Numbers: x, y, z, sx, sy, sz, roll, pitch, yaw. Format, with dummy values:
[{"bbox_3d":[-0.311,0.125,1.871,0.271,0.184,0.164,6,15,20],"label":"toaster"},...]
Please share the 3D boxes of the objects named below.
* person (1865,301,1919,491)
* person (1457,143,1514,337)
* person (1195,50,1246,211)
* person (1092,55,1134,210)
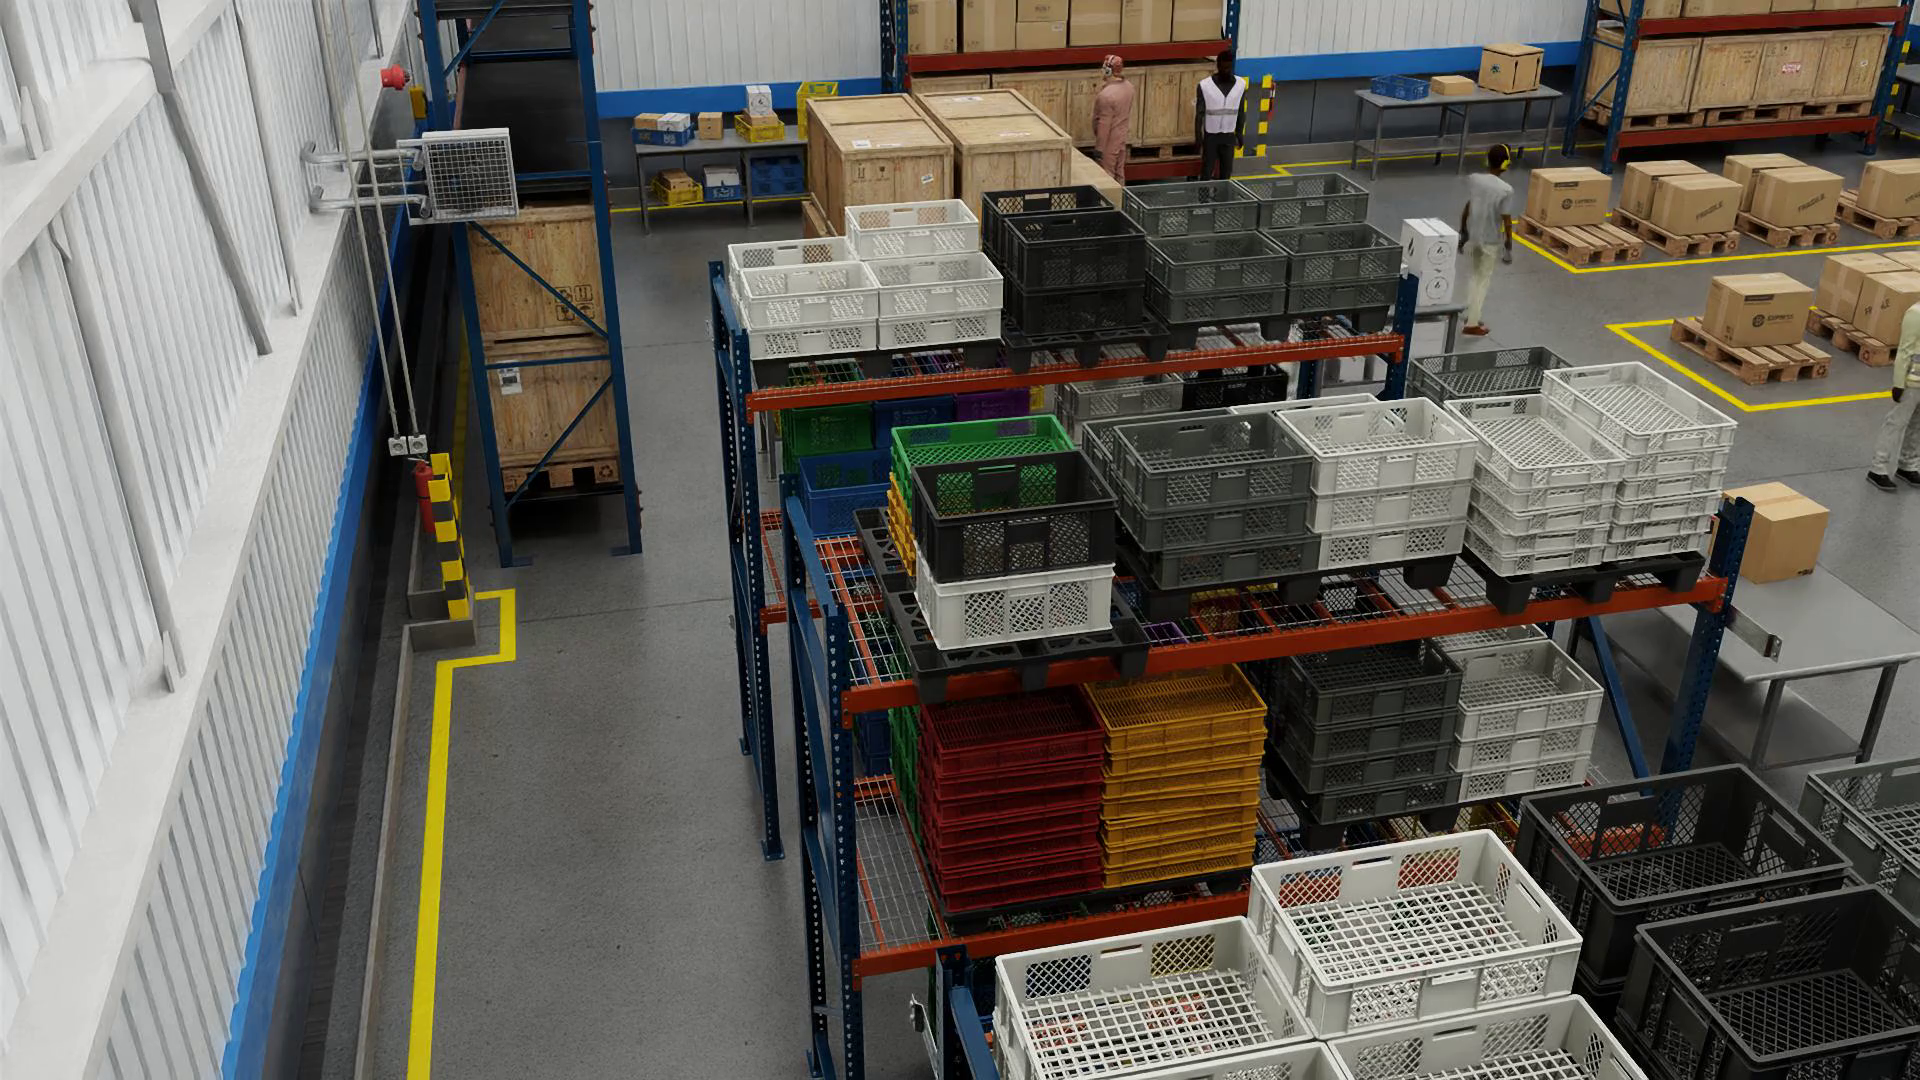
[{"bbox_3d":[7.406,-1.250,12.738,0.594,1.827,0.403,-7,29,-13],"label":"person"},{"bbox_3d":[5.002,-2.827,15.698,0.473,1.846,0.584,-19,33,-32],"label":"person"},{"bbox_3d":[2.977,-4.672,19.141,0.598,1.910,0.403,-6,28,-12],"label":"person"},{"bbox_3d":[1.689,-4.526,18.861,0.409,1.907,0.651,16,32,27],"label":"person"}]
